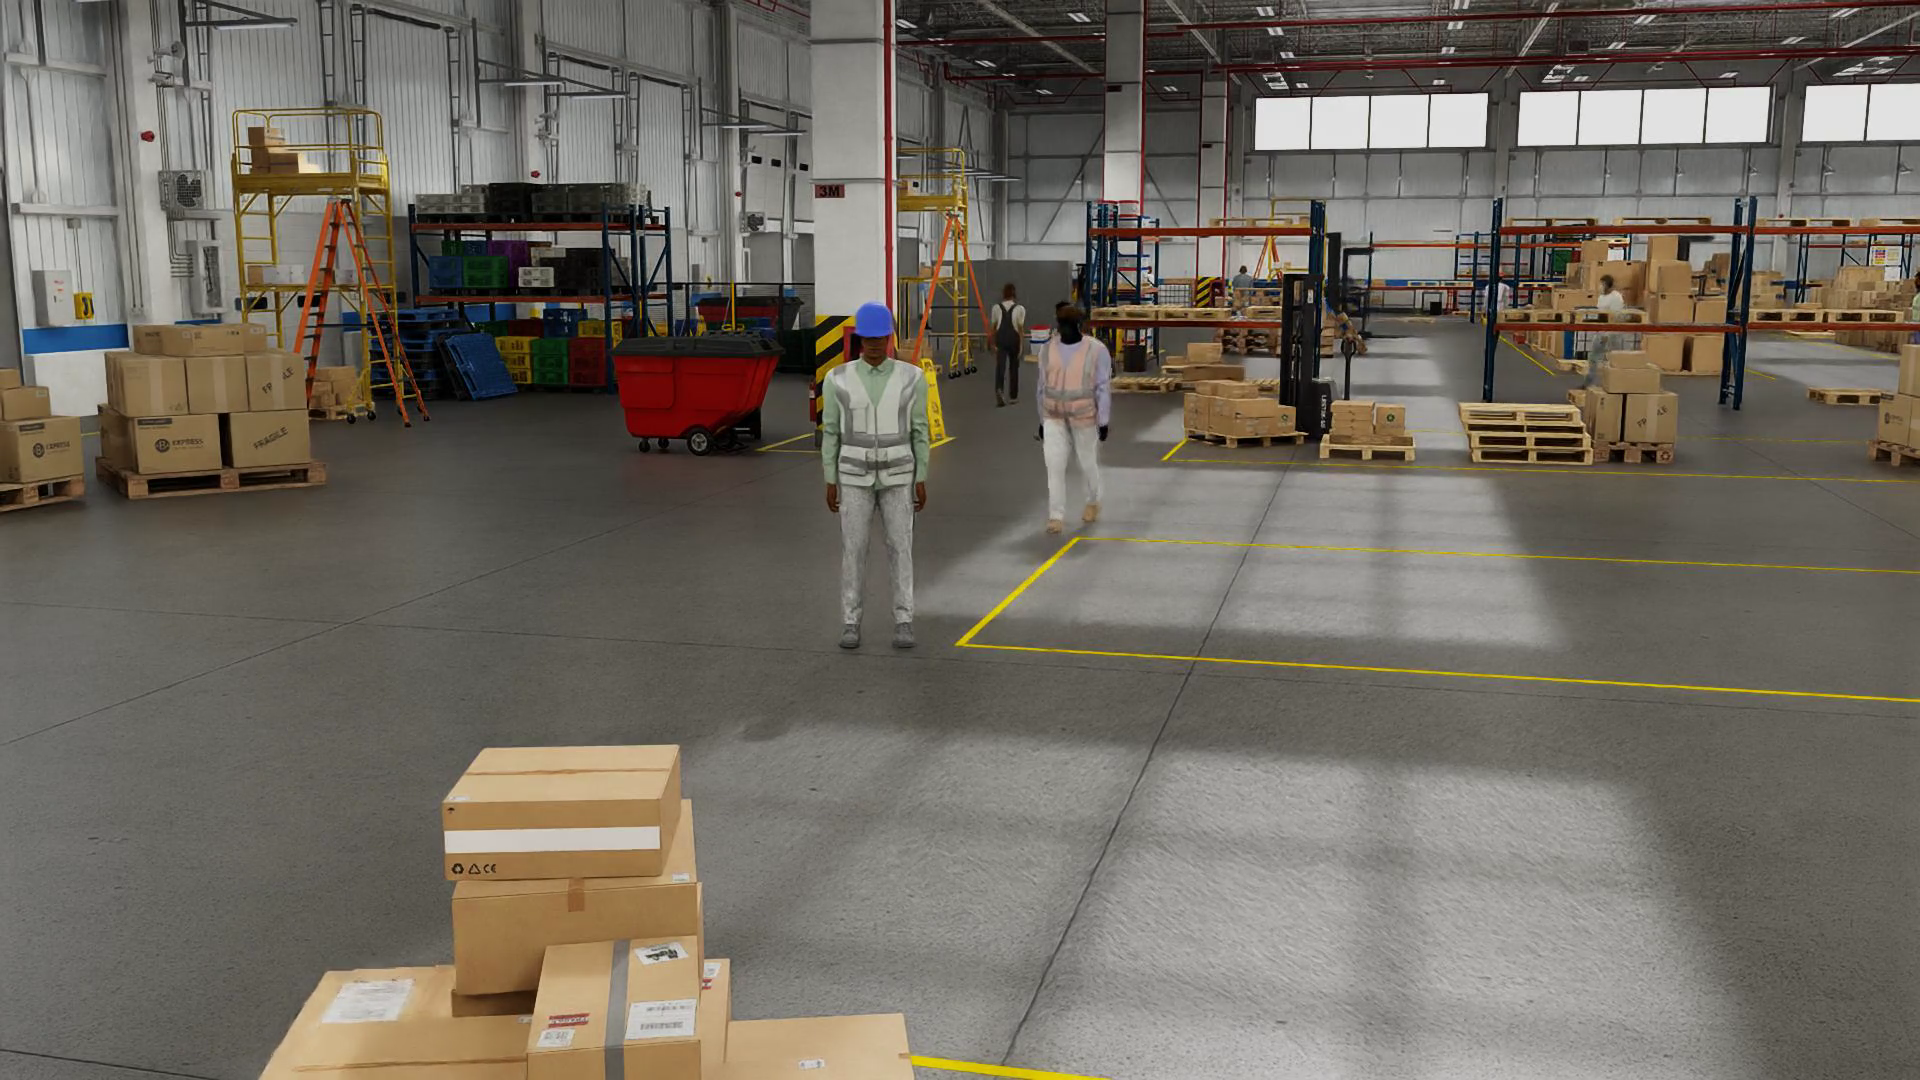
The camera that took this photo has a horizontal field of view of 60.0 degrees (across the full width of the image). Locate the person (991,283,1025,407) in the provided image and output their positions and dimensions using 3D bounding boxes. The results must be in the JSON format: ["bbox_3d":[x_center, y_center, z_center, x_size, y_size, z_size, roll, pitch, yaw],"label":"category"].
[{"bbox_3d":[0.688,-2.867,24.435,0.528,1.816,0.872,2,10,12],"label":"person"}]

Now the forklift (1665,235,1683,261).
[{"bbox_3d":[20.994,-7.589,49.086,1.873,2.768,1.129,5,11,29],"label":"forklift"}]

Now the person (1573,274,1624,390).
[{"bbox_3d":[10.152,-3.241,26.338,0.886,1.903,0.641,-2,10,-12],"label":"person"}]

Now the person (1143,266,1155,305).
[{"bbox_3d":[6.567,-8.581,57.858,0.584,1.882,0.347,-8,12,-38],"label":"person"}]

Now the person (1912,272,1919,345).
[{"bbox_3d":[18.170,-4.108,31.436,0.393,1.914,0.587,3,10,18],"label":"person"}]

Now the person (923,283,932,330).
[{"bbox_3d":[-0.854,-7.337,50.413,0.543,1.929,0.387,-8,12,-38],"label":"person"}]

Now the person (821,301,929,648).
[{"bbox_3d":[-0.470,-0.349,9.247,0.601,1.939,0.412,0,10,-3],"label":"person"}]

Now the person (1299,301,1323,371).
[{"bbox_3d":[6.781,-4.120,32.033,0.486,1.738,0.319,-4,10,-21],"label":"person"}]

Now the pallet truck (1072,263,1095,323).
[{"bbox_3d":[4.325,-8.180,55.162,0.823,1.965,1.885,6,11,31],"label":"pallet truck"}]

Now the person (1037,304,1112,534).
[{"bbox_3d":[0.921,-0.990,13.382,0.630,1.811,0.875,4,10,20],"label":"person"}]

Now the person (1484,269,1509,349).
[{"bbox_3d":[12.704,-5.458,39.379,0.554,1.916,0.696,2,10,12],"label":"person"}]

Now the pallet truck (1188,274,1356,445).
[{"bbox_3d":[3.653,-2.138,19.590,1.885,1.965,0.823,-4,10,-20],"label":"pallet truck"}]

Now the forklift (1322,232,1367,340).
[{"bbox_3d":[9.776,-6.672,43.688,1.873,2.768,1.129,2,10,14],"label":"forklift"}]

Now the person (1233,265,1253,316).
[{"bbox_3d":[8.736,-7.515,51.419,0.638,1.938,0.356,0,10,-1],"label":"person"}]

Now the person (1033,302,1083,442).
[{"bbox_3d":[1.154,-1.943,19.422,0.856,1.650,0.547,-6,11,-30],"label":"person"}]
